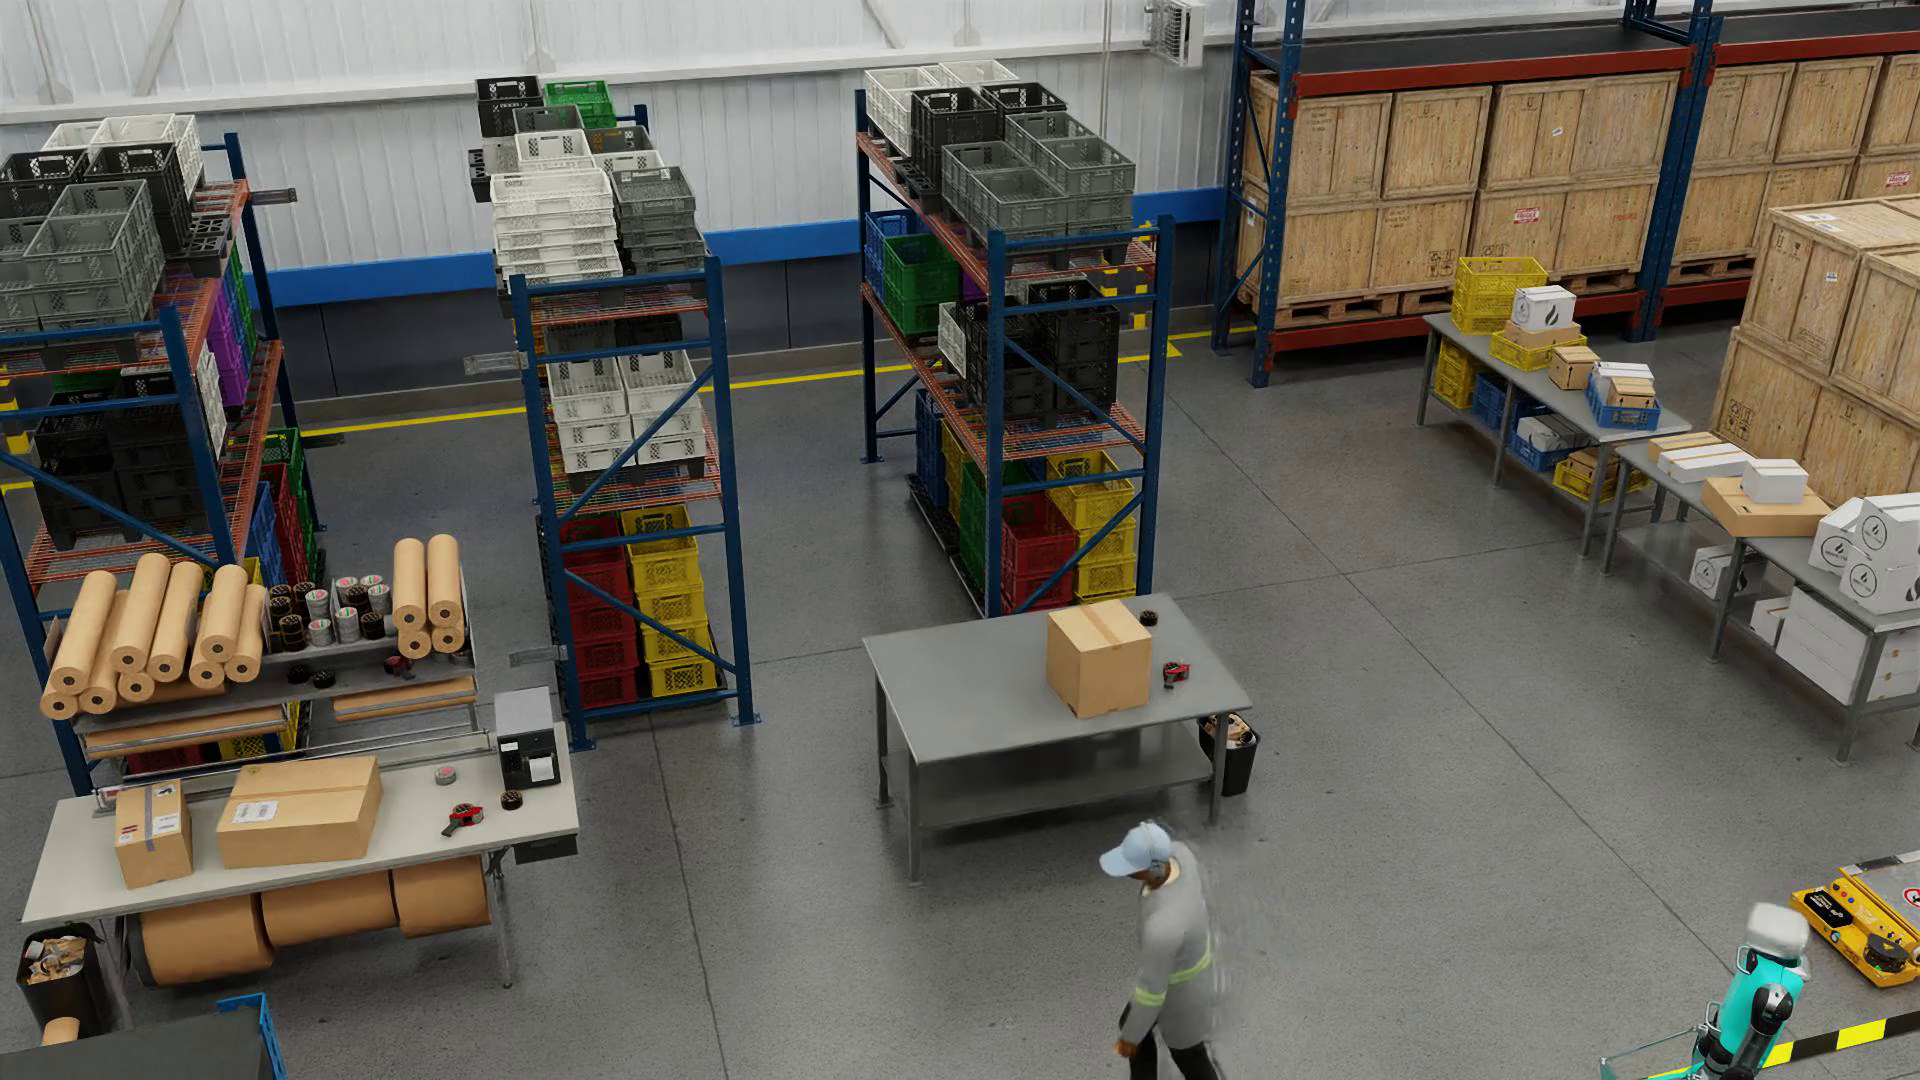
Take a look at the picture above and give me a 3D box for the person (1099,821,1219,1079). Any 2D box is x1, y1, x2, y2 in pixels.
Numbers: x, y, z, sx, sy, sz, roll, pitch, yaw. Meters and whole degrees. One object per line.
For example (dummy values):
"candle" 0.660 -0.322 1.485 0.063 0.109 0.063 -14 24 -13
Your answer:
"person" 0.878 1.911 7.093 0.741 1.795 0.610 4 29 6

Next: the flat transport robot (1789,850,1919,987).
"flat transport robot" 5.163 1.916 8.676 1.431 0.231 0.659 -8 30 -14

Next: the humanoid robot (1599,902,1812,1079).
"humanoid robot" 2.859 2.100 6.678 0.735 1.675 0.533 13 31 22
